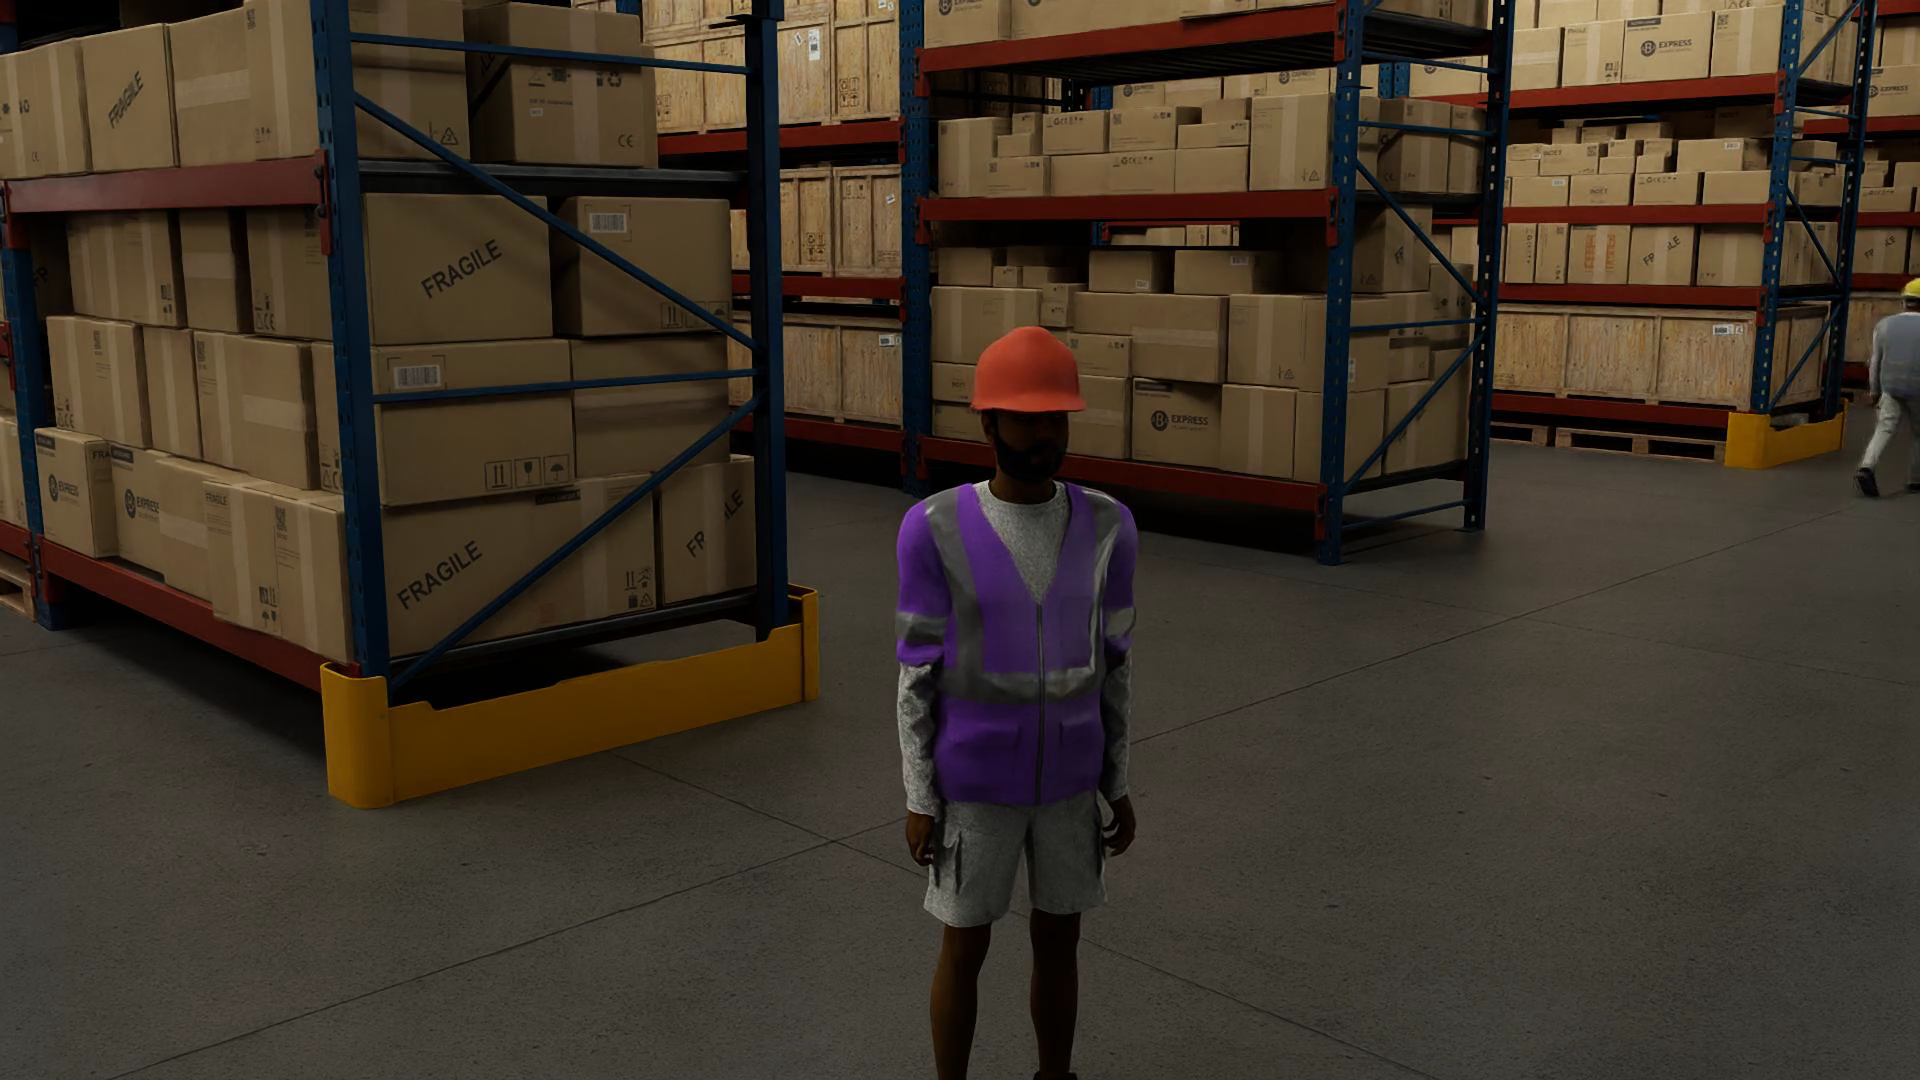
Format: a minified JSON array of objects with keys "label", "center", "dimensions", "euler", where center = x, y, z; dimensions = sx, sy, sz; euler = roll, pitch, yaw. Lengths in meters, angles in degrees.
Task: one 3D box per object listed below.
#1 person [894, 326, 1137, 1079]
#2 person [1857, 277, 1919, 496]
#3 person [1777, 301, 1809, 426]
[{"label":"person","center":[0.134,0.509,3.637],"dimensions":[0.546,1.942,0.352],"euler":[-3,11,-16]},{"label":"person","center":[7.715,-1.247,13.603],"dimensions":[0.842,1.806,0.599],"euler":[-8,13,-36]},{"label":"person","center":[8.842,-2.049,17.907],"dimensions":[0.632,1.821,0.778],"euler":[-6,12,-30]}]
